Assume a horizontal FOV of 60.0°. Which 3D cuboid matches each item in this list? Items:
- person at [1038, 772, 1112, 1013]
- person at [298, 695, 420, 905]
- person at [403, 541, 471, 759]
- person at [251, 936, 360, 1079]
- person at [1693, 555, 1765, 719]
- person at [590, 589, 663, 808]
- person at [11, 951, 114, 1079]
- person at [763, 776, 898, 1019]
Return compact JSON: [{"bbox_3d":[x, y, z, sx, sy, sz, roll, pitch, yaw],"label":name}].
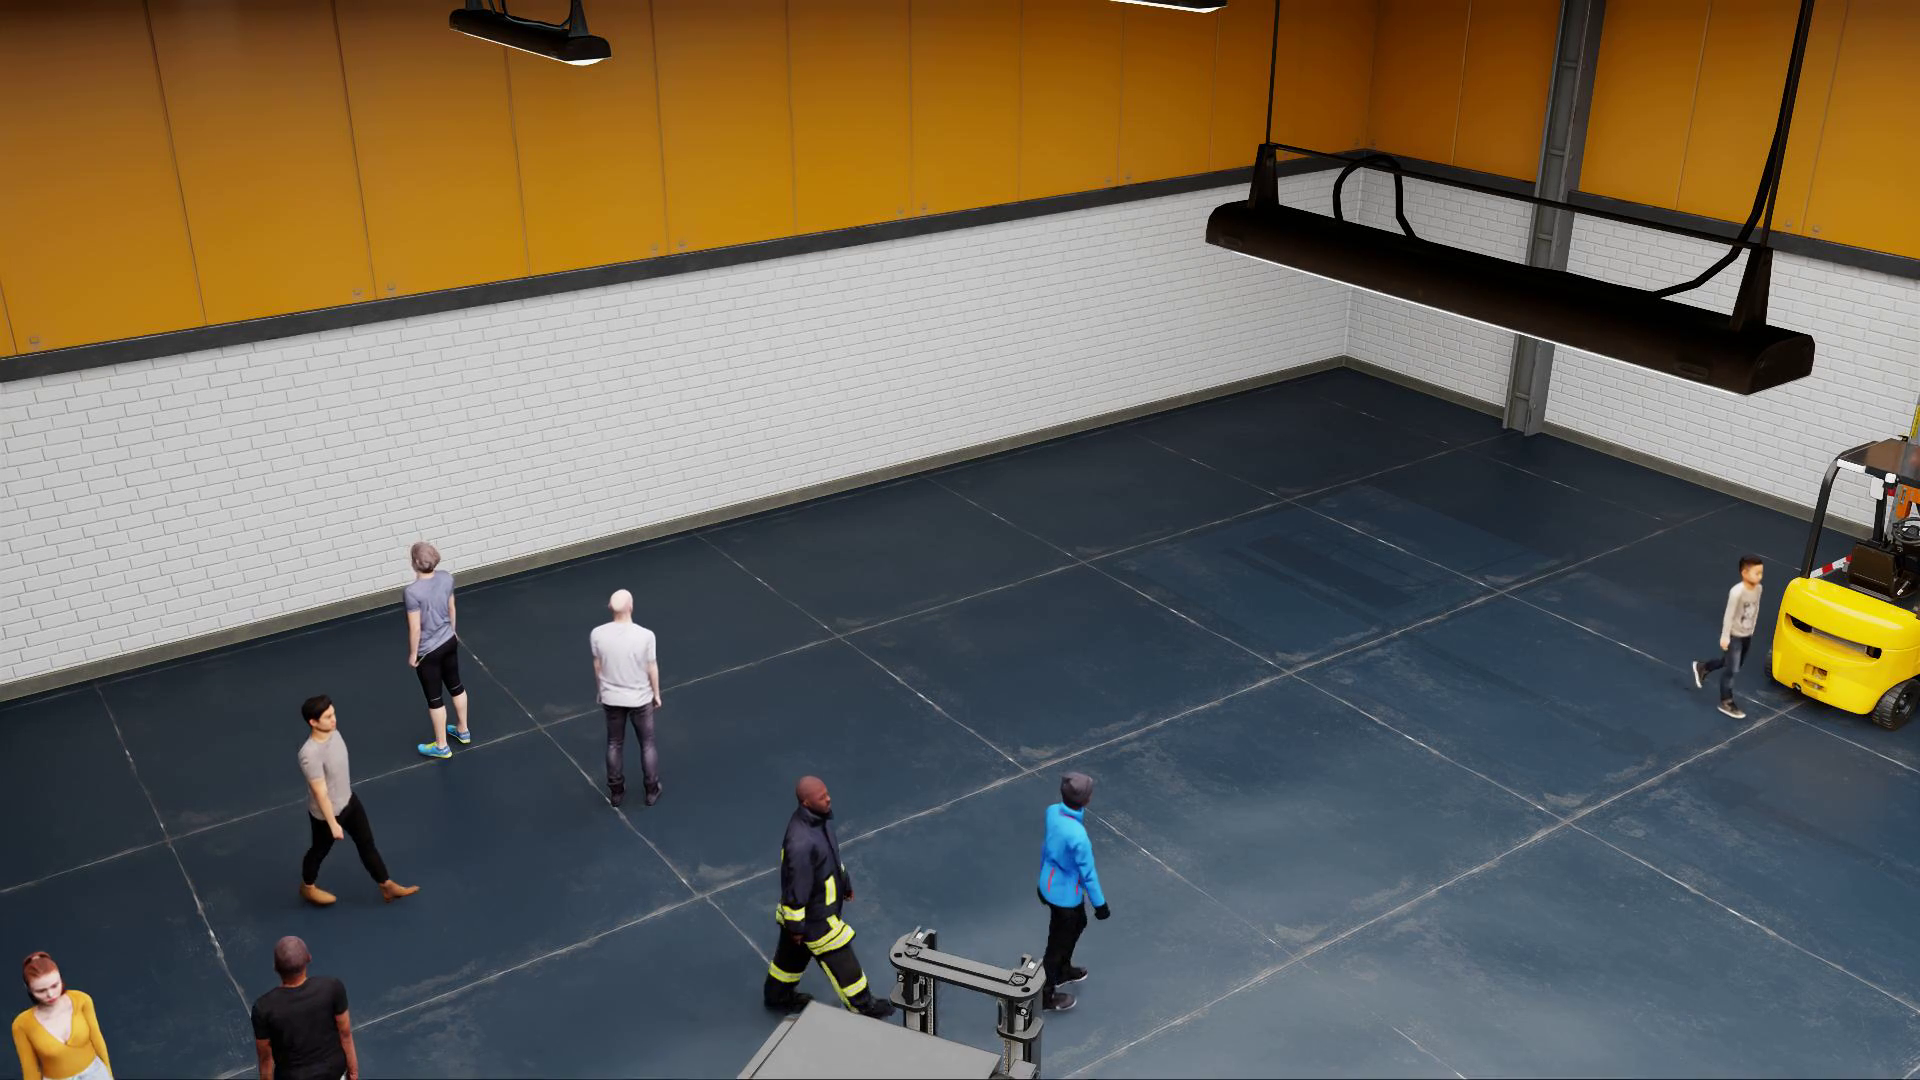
[{"bbox_3d":[0.571,2.276,10.588,0.776,1.780,0.720,-9,25,-19],"label":"person"},{"bbox_3d":[-4.474,1.863,11.663,1.156,1.676,1.104,4,24,9],"label":"person"},{"bbox_3d":[-4.302,0.880,13.646,0.743,1.889,0.744,12,26,25],"label":"person"},{"bbox_3d":[-3.498,2.971,9.001,0.675,1.778,1.101,-16,28,-32],"label":"person"},{"bbox_3d":[6.666,0.791,14.402,0.574,1.446,0.841,-13,27,-28],"label":"person"},{"bbox_3d":[-2.595,1.232,12.909,0.771,1.833,0.804,1,24,2],"label":"person"},{"bbox_3d":[-4.864,2.962,9.069,0.623,1.739,0.619,-21,31,-39],"label":"person"},{"bbox_3d":[-1.027,2.282,10.572,1.244,1.782,1.212,2,24,5],"label":"person"}]
